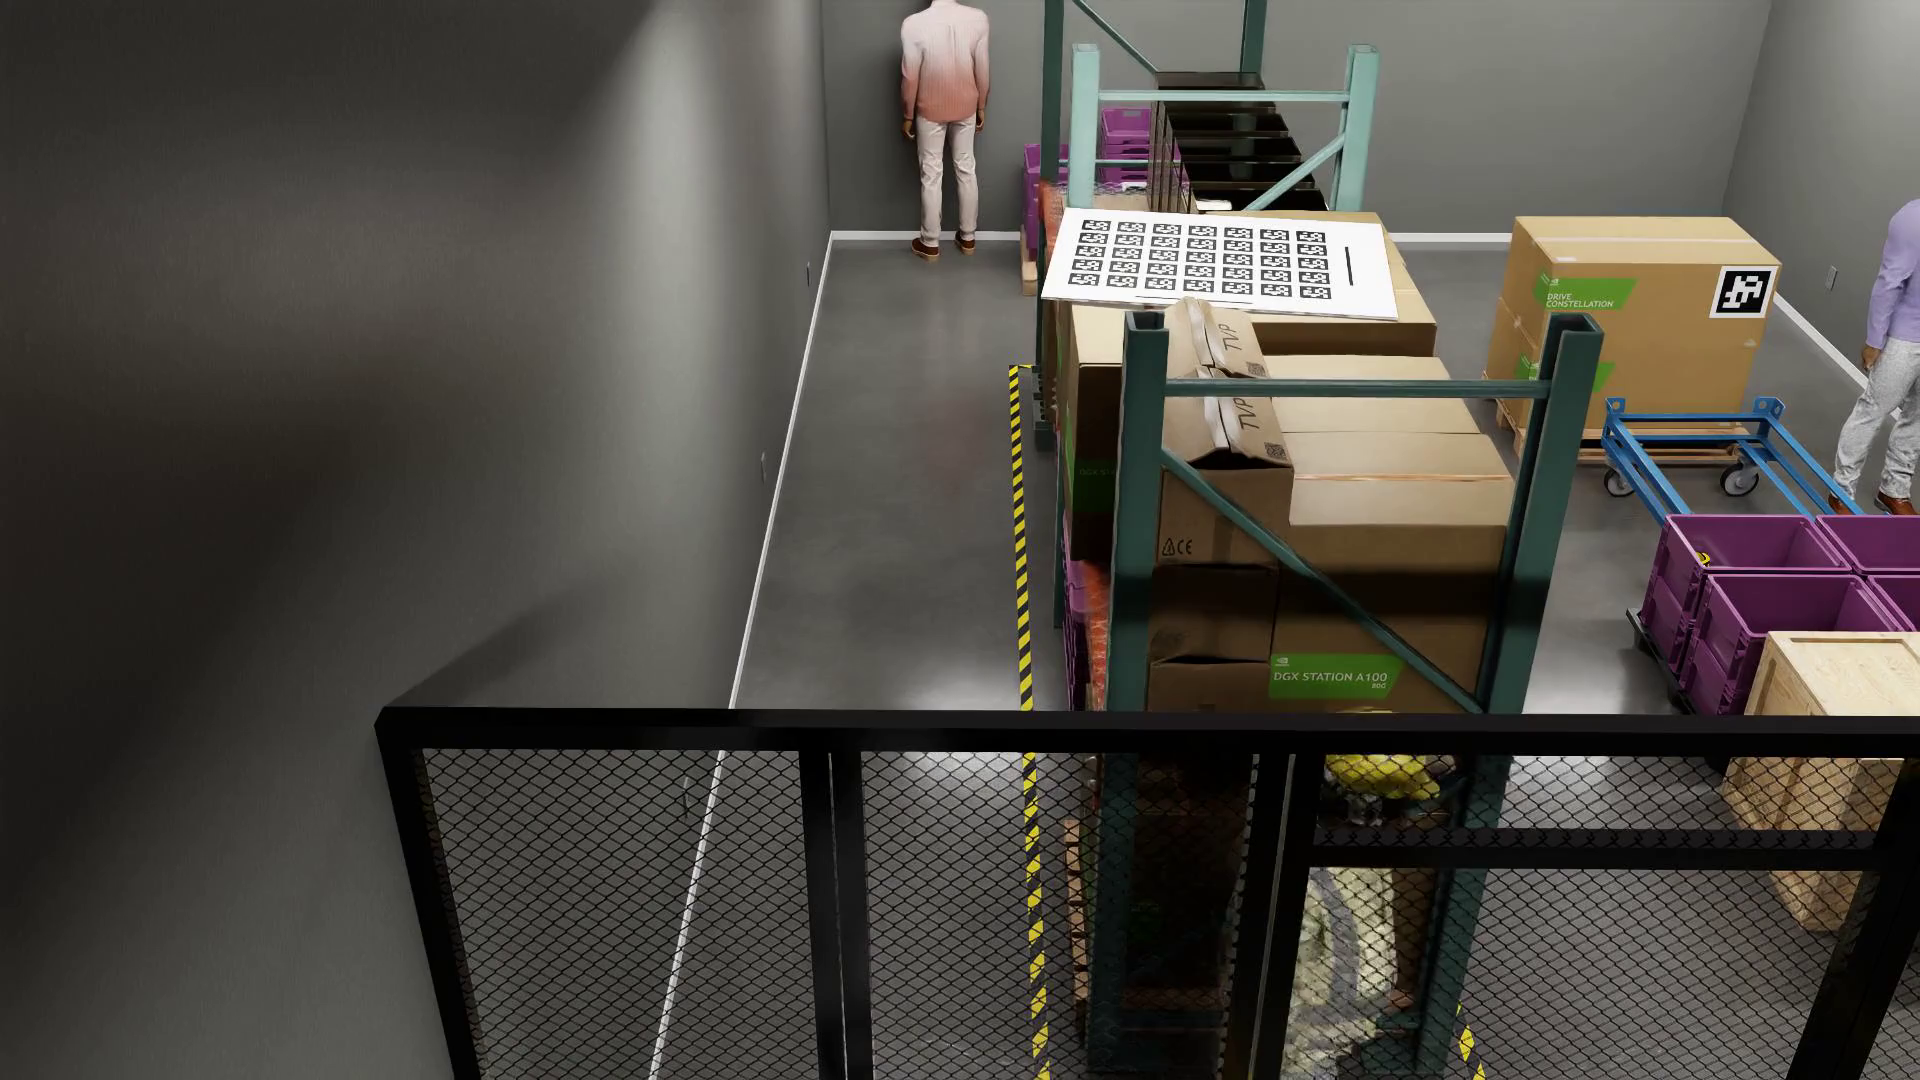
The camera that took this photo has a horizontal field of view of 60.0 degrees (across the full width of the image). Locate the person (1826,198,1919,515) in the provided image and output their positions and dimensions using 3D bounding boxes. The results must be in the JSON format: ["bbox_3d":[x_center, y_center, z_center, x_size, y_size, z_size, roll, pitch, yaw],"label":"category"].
[{"bbox_3d":[4.536,-0.944,7.784,0.627,1.940,0.373,-1,31,-1],"label":"person"}]

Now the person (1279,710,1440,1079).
[{"bbox_3d":[0.906,1.220,4.311,0.412,1.808,0.622,17,35,25],"label":"person"}]

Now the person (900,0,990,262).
[{"bbox_3d":[-0.103,-2.813,10.833,0.612,1.995,0.382,-12,33,-20],"label":"person"}]
